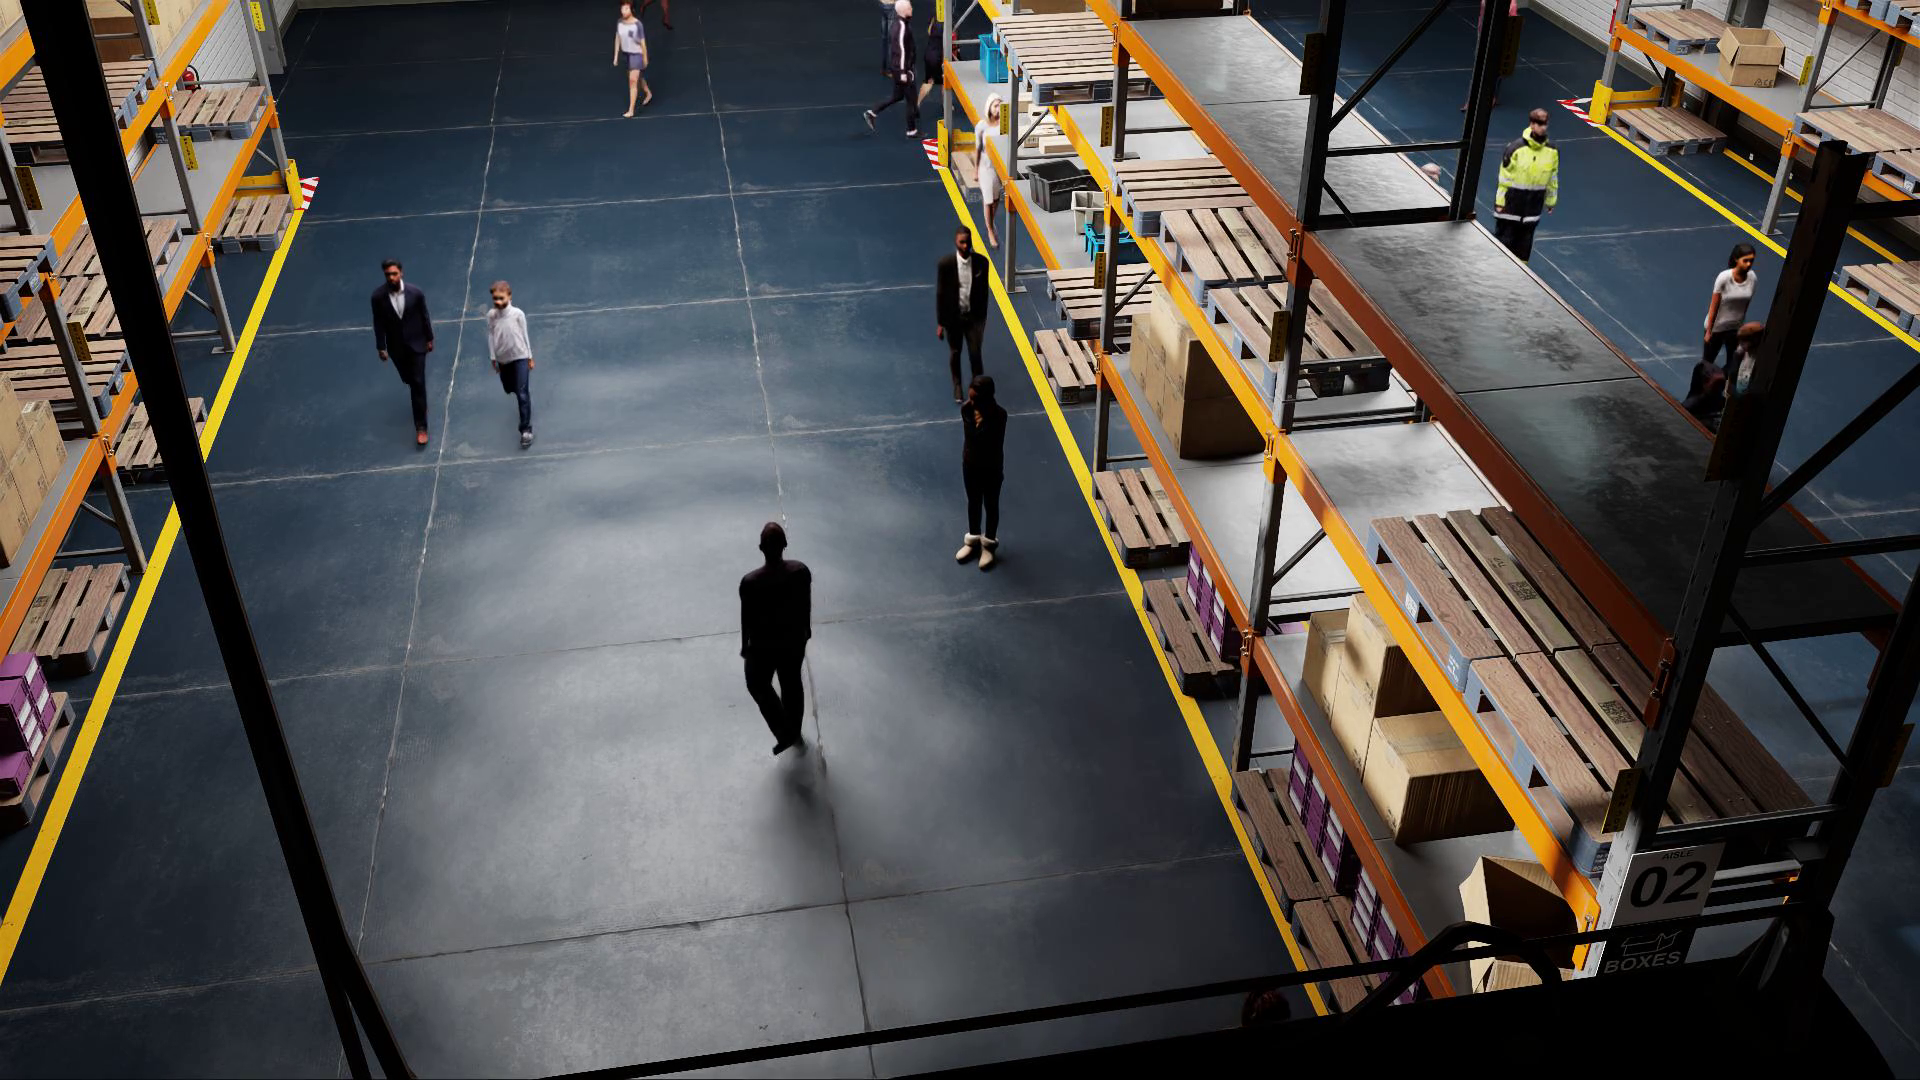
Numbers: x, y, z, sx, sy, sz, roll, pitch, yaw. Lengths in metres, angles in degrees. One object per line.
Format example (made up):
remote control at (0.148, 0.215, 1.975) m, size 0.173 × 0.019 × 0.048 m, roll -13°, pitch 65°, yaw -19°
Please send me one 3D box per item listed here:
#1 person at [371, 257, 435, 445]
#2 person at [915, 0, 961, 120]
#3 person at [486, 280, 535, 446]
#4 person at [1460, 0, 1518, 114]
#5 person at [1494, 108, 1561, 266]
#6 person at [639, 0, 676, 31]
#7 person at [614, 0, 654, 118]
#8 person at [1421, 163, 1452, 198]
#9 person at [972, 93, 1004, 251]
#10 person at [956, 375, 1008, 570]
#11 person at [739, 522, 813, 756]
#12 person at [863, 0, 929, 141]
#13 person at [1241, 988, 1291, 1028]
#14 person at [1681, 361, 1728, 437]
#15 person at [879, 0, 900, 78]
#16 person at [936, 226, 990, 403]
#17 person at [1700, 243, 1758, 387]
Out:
person at (-5.047, -1.801, 15.195) m, size 0.673 × 1.693 × 1.130 m, roll -7°, pitch 34°, yaw -10°
person at (-0.342, -6.378, 22.137) m, size 1.023 × 1.630 × 1.074 m, roll -22°, pitch 40°, yaw -30°
person at (-4.059, -1.689, 15.169) m, size 0.610 × 1.535 × 1.028 m, roll -1°, pitch 34°, yaw -2°
person at (7.229, -6.679, 22.453) m, size 1.197 × 1.783 × 1.275 m, roll 20°, pitch 39°, yaw 27°
person at (5.983, -3.648, 17.720) m, size 0.779 × 1.974 × 0.671 m, roll -5°, pitch 34°, yaw -7°
person at (-4.729, -8.729, 25.618) m, size 0.914 × 1.693 × 0.899 m, roll 14°, pitch 36°, yaw 20°
person at (-4.394, -6.569, 22.524) m, size 0.967 × 1.521 × 1.101 m, roll 16°, pitch 37°, yaw 23°
person at (4.595, -2.940, 16.790) m, size 0.721 × 1.825 × 1.183 m, roll -8°, pitch 34°, yaw -12°
person at (0.338, -4.209, 18.788) m, size 0.704 × 1.726 × 0.936 m, roll -12°, pitch 36°, yaw -18°
person at (0.189, -0.603, 13.422) m, size 0.705 × 1.661 × 0.765 m, roll 8°, pitch 34°, yaw 12°
person at (-1.210, 0.716, 11.286) m, size 0.854 × 1.829 × 0.948 m, roll -19°, pitch 38°, yaw -26°
person at (-0.839, -6.042, 21.467) m, size 0.731 × 1.813 × 0.987 m, roll -5°, pitch 34°, yaw -7°
person at (1.369, 2.778, 8.275) m, size 0.757 × 1.727 × 0.985 m, roll -14°, pitch 36°, yaw -20°
person at (5.850, -0.656, 13.451) m, size 0.648 × 1.717 × 0.686 m, roll -10°, pitch 35°, yaw -15°
person at (-1.013, -7.588, 23.754) m, size 0.787 × 1.856 × 0.613 m, roll -15°, pitch 37°, yaw -22°
person at (-0.003, -2.109, 15.577) m, size 0.687 × 1.782 × 0.896 m, roll -4°, pitch 34°, yaw -6°
person at (7.123, -2.031, 15.594) m, size 0.610 × 1.634 × 0.621 m, roll -1°, pitch 34°, yaw -2°
